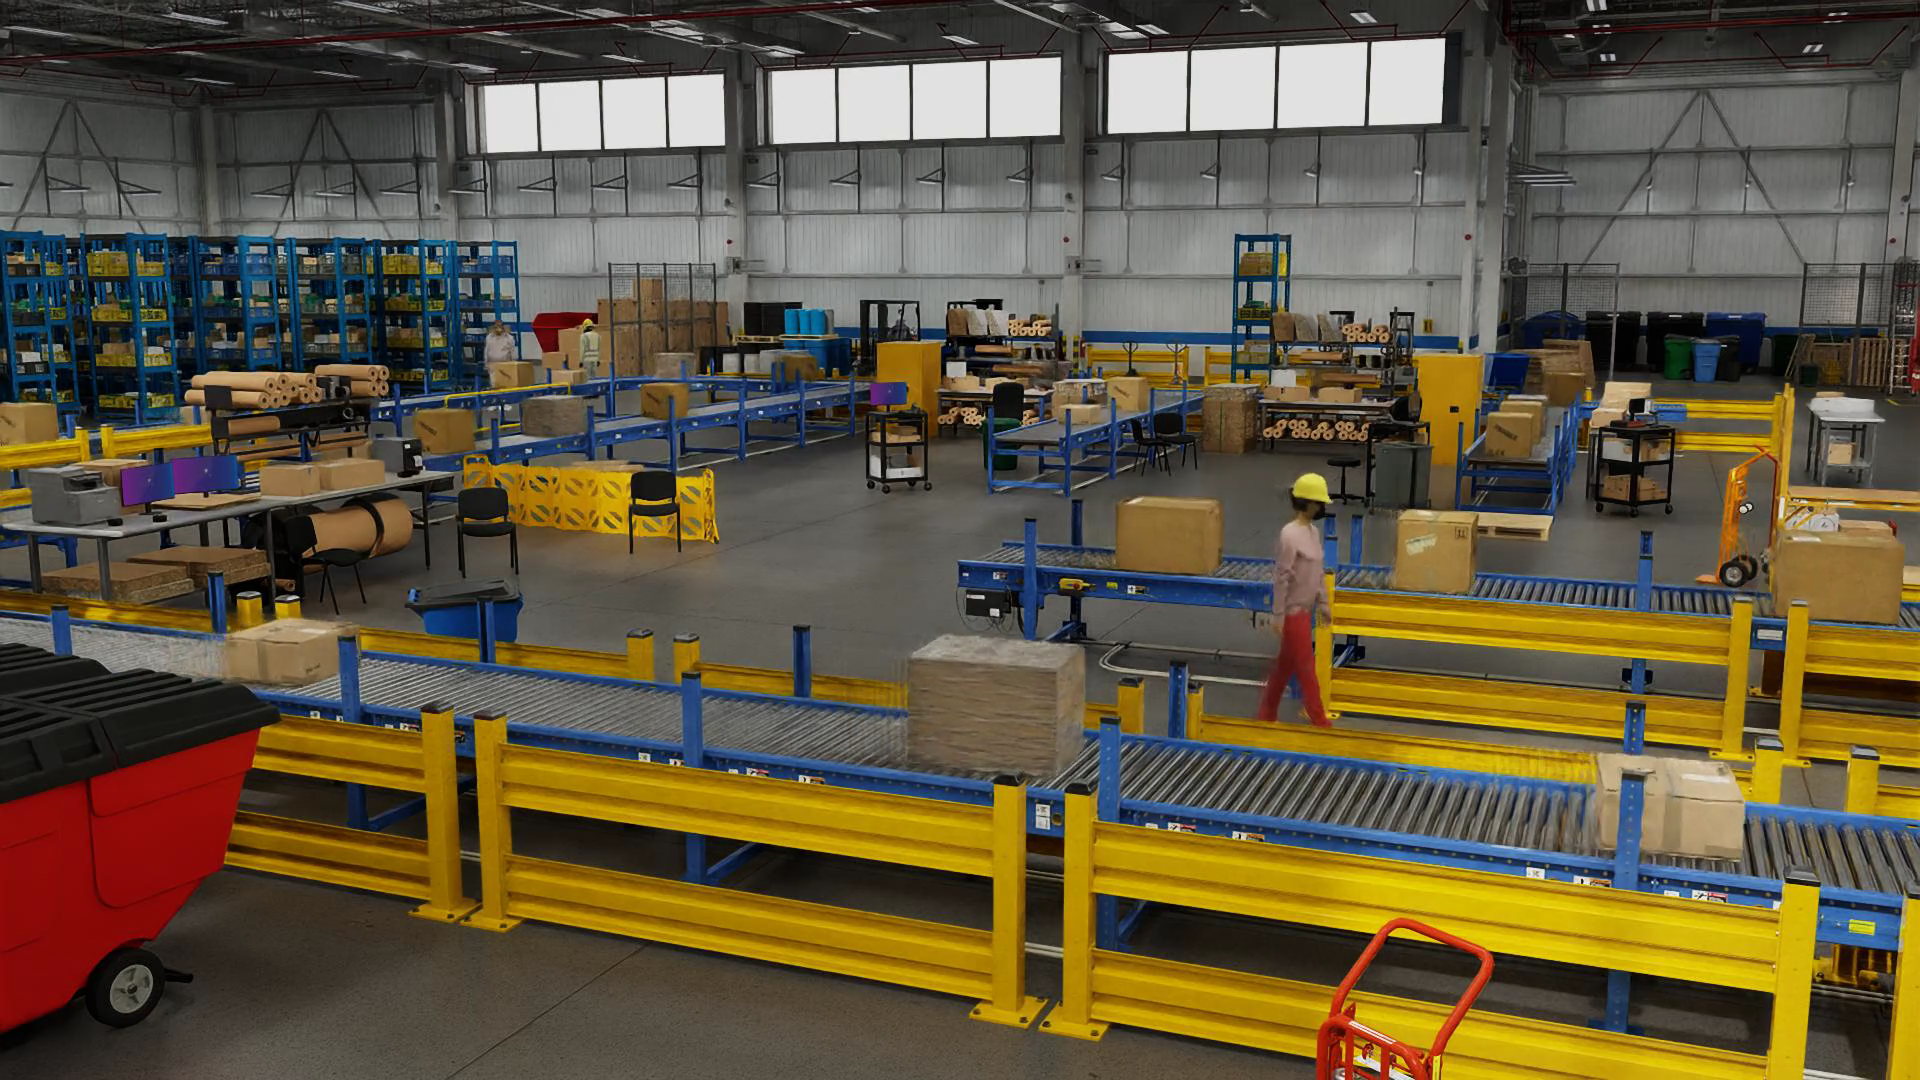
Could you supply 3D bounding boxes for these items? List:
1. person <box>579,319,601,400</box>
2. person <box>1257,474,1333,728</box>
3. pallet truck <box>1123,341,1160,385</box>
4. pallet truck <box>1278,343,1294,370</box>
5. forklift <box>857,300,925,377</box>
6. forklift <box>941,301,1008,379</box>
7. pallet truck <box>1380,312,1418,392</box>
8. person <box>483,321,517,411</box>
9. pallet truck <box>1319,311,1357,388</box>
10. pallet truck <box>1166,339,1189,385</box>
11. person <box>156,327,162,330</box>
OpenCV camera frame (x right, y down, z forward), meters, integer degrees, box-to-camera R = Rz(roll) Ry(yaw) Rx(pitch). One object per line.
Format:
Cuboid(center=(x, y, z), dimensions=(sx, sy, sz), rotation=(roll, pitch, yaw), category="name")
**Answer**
Cuboid(center=(-8.410, -4.092, 37.709), dimensions=(0.404, 1.830, 0.602), rotation=(6, 11, 33), category="person")
Cuboid(center=(2.203, 0.452, 10.449), dimensions=(0.743, 1.728, 0.548), rotation=(5, 11, 29), category="person")
Cuboid(center=(4.445, -4.380, 41.279), dimensions=(0.680, 1.201, 1.601), rotation=(4, 10, 22), category="pallet truck")
Cuboid(center=(7.886, -4.163, 39.743), dimensions=(0.653, 1.274, 1.630), rotation=(4, 10, 22), category="pallet truck")
Cuboid(center=(-1.732, -5.109, 42.468), dimensions=(1.157, 1.987, 2.680), rotation=(4, 10, 22), category="forklift")
Cuboid(center=(0.365, -4.966, 41.571), dimensions=(1.157, 1.987, 2.680), rotation=(3, 10, 20), category="forklift")
Cuboid(center=(10.207, -4.283, 38.369), dimensions=(0.823, 1.965, 1.885), rotation=(3, 10, 20), category="pallet truck")
Cuboid(center=(-9.638, -3.635, 34.830), dimensions=(0.703, 1.888, 0.424), rotation=(0, 9, -2), category="person")
Cuboid(center=(9.071, -4.419, 39.190), dimensions=(0.823, 1.965, 1.885), rotation=(5, 10, 26), category="pallet truck")
Cuboid(center=(5.418, -4.269, 40.420), dimensions=(0.704, 1.261, 1.522), rotation=(3, 10, 20), category="pallet truck")
Cuboid(center=(-17.880, -3.999, 37.164), dimensions=(0.569, 1.831, 0.411), rotation=(-7, 12, -35), category="person")
